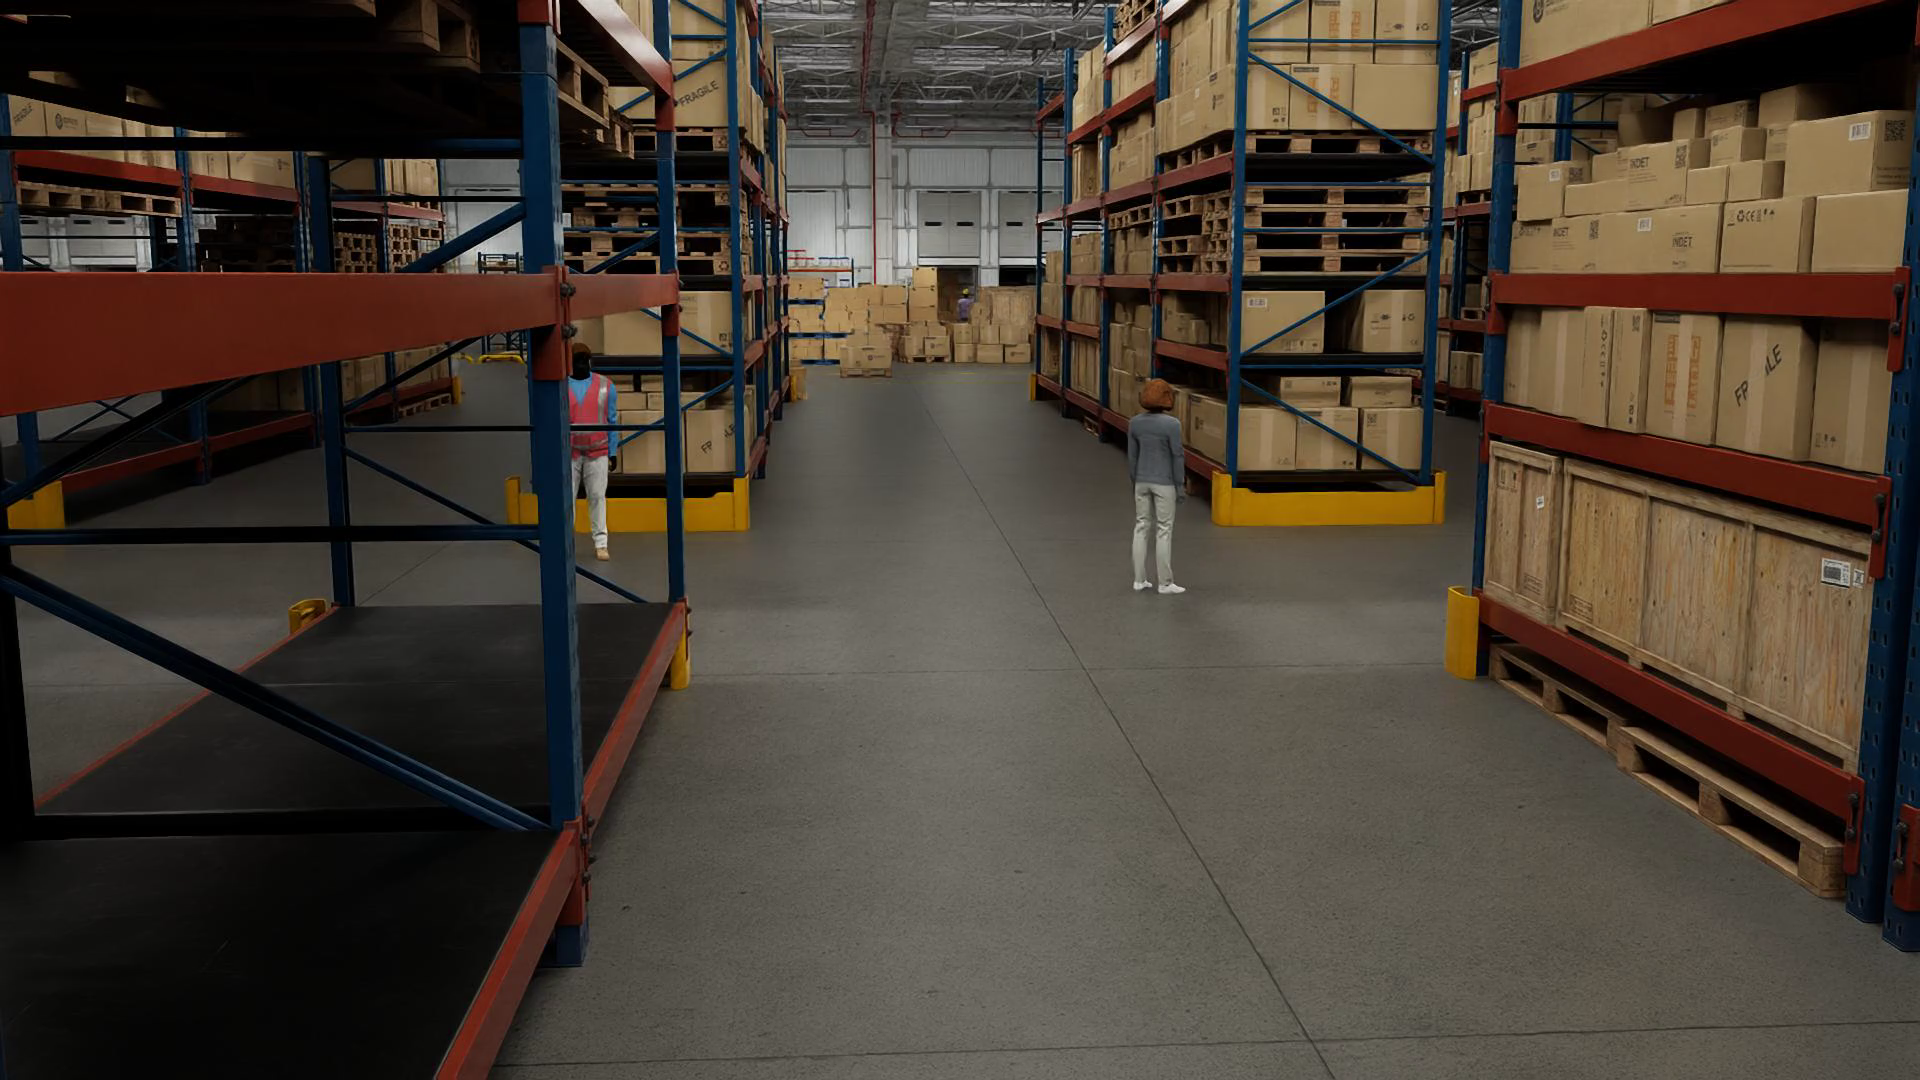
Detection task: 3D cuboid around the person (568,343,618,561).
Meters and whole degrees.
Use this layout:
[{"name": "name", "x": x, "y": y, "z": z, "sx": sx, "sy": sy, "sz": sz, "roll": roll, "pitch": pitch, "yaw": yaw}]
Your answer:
[{"name": "person", "x": -3.180, "y": -0.729, "z": 13.954, "sx": 0.632, "sy": 1.844, "sz": 0.429, "roll": -3, "pitch": 9, "yaw": -15}]

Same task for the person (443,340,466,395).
[{"name": "person", "x": -10.256, "y": -3.838, "z": 33.462, "sx": 0.753, "sy": 1.860, "sz": 0.583, "roll": 6, "pitch": 11, "yaw": 31}]

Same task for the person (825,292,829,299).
[{"name": "person", "x": -3.849, "y": -6.506, "z": 49.979, "sx": 0.530, "sy": 1.923, "sz": 0.632, "roll": 0, "pitch": 9, "yaw": 0}]

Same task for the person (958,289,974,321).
[{"name": "person", "x": 0.207, "y": -7.667, "z": 57.258, "sx": 0.588, "sy": 1.927, "sz": 0.371, "roll": -1, "pitch": 9, "yaw": -3}]

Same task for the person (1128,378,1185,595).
[{"name": "person", "x": 1.488, "y": -0.405, "z": 12.564, "sx": 0.500, "sy": 1.636, "sz": 0.284, "roll": 8, "pitch": 12, "yaw": 42}]
